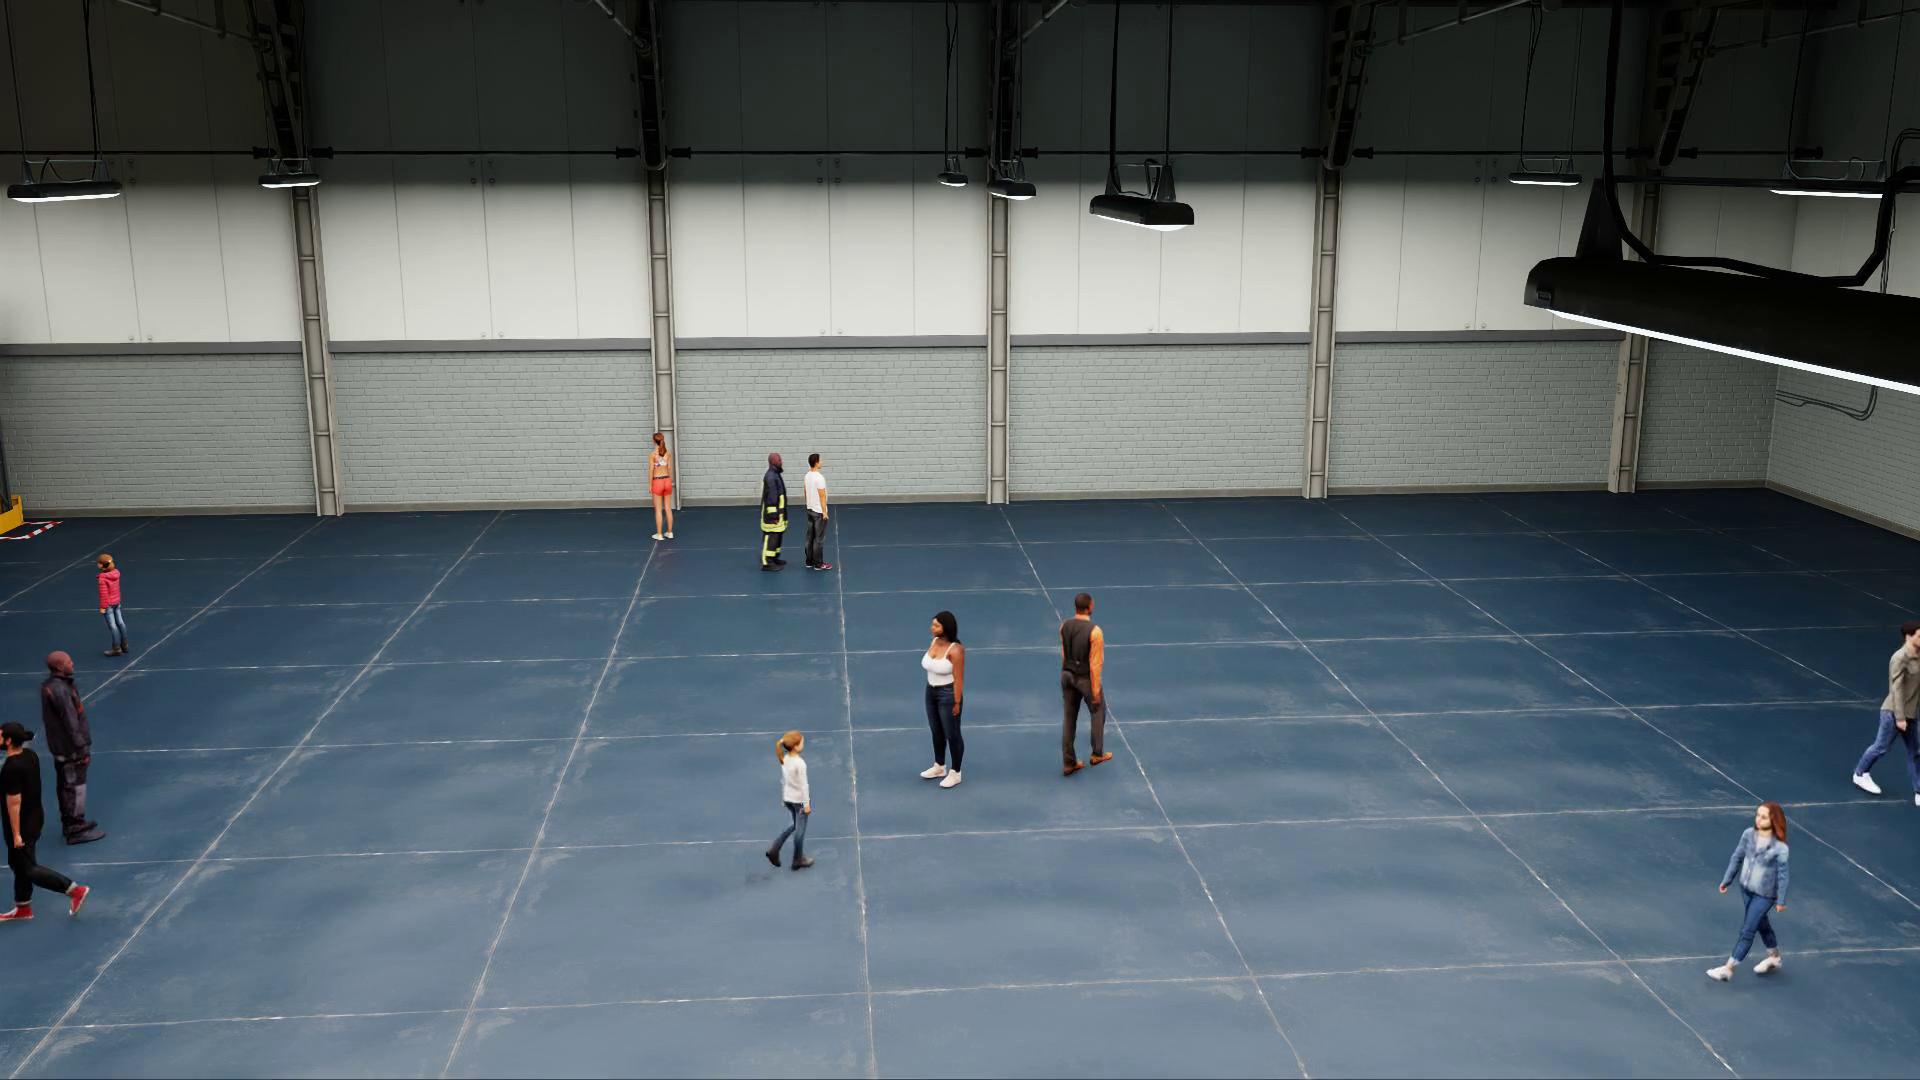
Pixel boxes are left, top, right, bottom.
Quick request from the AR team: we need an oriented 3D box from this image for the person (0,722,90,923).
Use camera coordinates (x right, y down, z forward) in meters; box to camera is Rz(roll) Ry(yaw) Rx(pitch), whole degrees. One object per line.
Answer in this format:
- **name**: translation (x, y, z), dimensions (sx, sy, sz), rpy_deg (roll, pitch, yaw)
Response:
- **person**: translation (-7.665, 2.348, 13.759), dimensions (1.039, 1.739, 0.699), rpy_deg (-3, 13, -11)

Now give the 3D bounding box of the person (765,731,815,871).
- **person**: translation (-1.513, 2.336, 14.769), dimensions (0.779, 1.307, 0.666), rpy_deg (-10, 16, -36)

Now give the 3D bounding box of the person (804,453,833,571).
- **person**: translation (-2.228, -0.451, 25.702), dimensions (0.725, 1.803, 0.722), rpy_deg (-10, 16, -37)

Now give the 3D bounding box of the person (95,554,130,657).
- **person**: translation (-10.858, 0.822, 21.286), dimensions (0.537, 1.317, 0.553), rpy_deg (2, 13, 7)

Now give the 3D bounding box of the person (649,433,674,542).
- **person**: translation (-4.965, -0.895, 27.659), dimensions (0.628, 1.786, 0.712), rpy_deg (-11, 17, -39)

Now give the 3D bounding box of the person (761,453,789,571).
- **person**: translation (-2.892, -0.457, 25.695), dimensions (0.732, 1.820, 0.782), rpy_deg (1, 13, 6)

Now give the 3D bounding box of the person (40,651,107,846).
- **person**: translation (-8.331, 1.910, 15.475), dimensions (0.823, 1.818, 0.801), rpy_deg (-11, 17, -39)

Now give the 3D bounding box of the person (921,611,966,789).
- **person**: translation (-0.143, 1.592, 16.869), dimensions (0.768, 1.809, 0.743), rpy_deg (-9, 16, -35)

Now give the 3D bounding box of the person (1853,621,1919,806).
- **person**: translation (9.205, 1.691, 16.420), dimensions (1.211, 1.818, 1.068), rpy_deg (-7, 15, -26)

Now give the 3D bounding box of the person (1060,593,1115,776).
- **person**: translation (1.182, 1.501, 17.088), dimensions (1.038, 1.887, 1.099), rpy_deg (11, 17, 39)

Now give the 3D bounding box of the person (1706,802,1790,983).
- **person**: translation (6.219, 2.713, 12.841), dimensions (1.045, 1.441, 0.715), rpy_deg (-4, 14, -19)
